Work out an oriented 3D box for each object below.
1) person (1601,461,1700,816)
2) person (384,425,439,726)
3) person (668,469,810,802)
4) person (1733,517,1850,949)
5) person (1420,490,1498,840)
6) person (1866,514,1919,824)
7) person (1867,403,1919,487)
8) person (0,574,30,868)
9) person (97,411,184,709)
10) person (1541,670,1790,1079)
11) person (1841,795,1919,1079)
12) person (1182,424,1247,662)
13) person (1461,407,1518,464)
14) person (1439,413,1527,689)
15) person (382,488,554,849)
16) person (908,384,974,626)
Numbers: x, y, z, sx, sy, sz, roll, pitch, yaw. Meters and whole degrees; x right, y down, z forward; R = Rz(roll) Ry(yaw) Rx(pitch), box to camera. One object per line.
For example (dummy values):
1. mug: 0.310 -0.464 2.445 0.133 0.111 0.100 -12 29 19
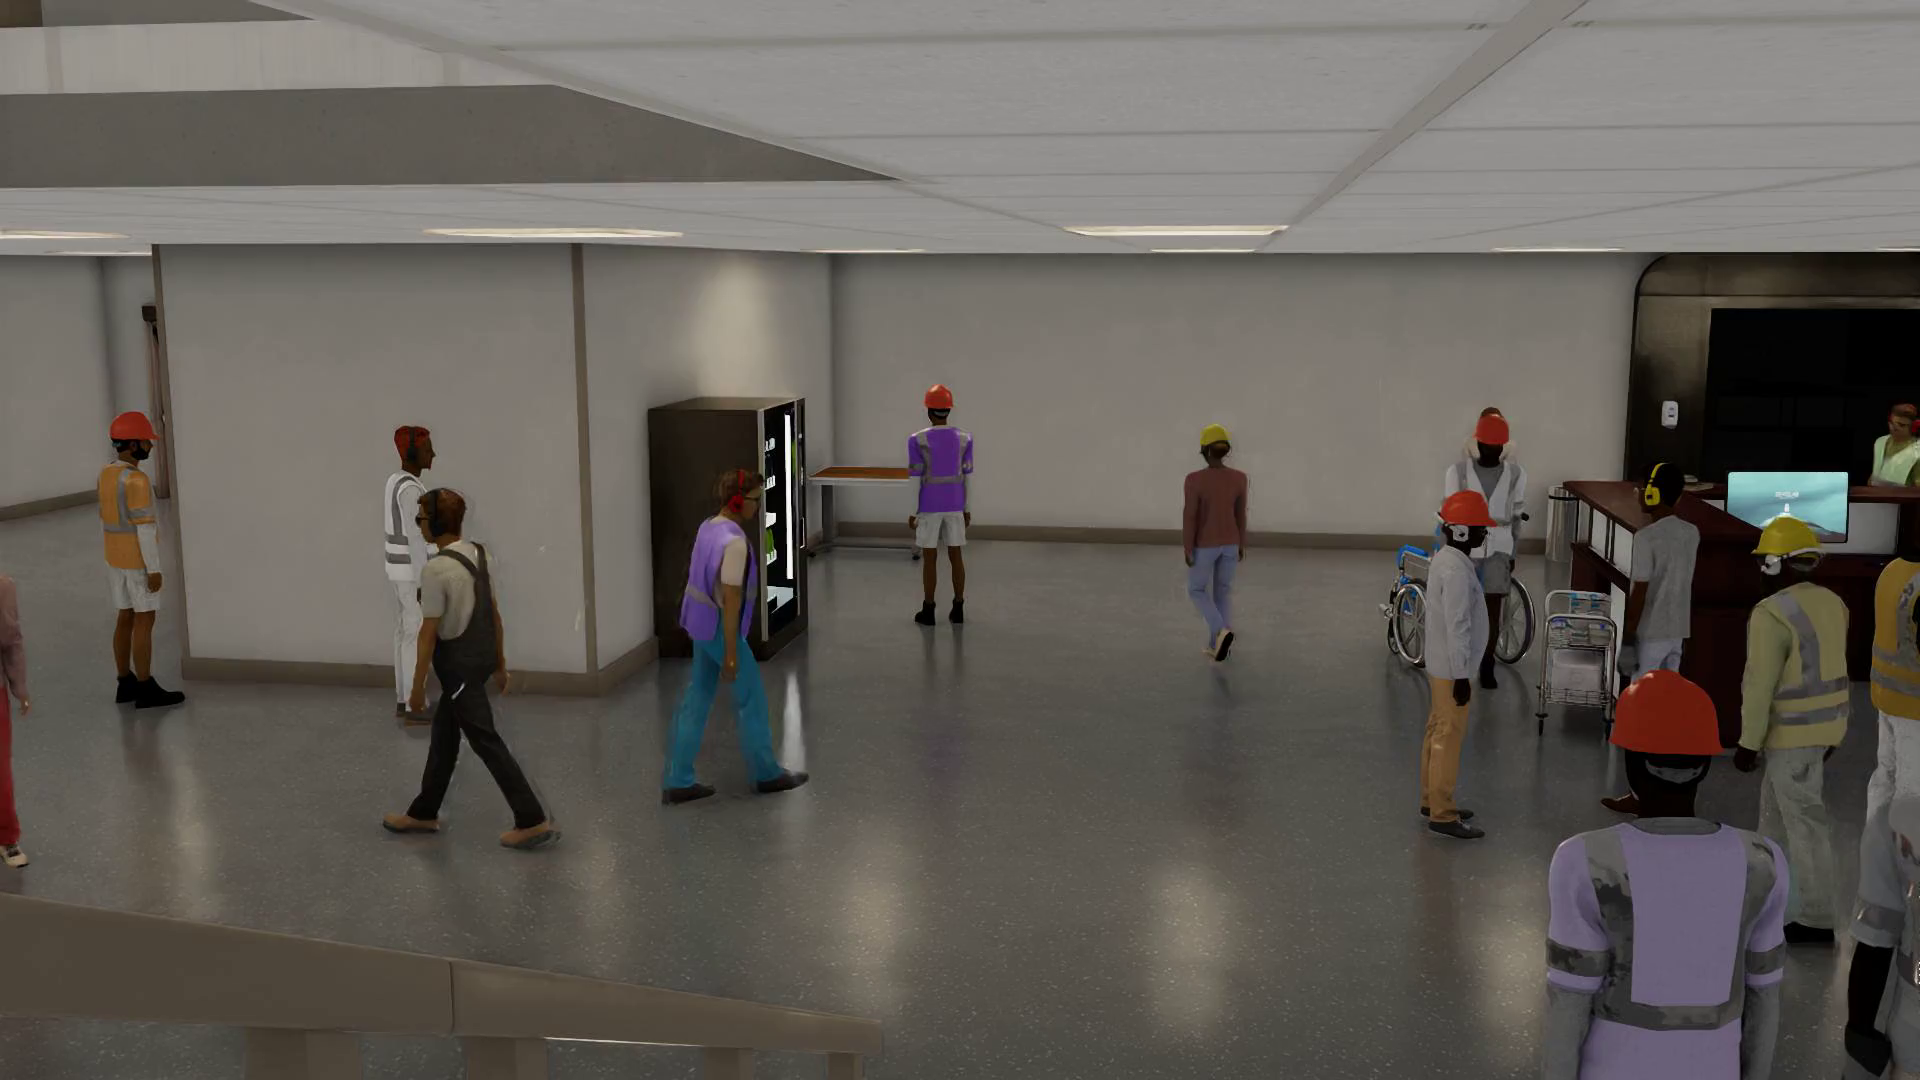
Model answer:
1. person: 3.631 0.520 8.701 0.512 1.862 0.324 -6 11 -34
2. person: -3.431 0.220 10.467 0.337 1.882 0.584 -5 10 -27
3. person: -1.198 0.509 8.922 0.869 1.794 0.722 -5 10 -27
4. person: 3.554 0.811 7.130 0.602 1.795 0.624 -8 12 -39
5. person: 2.518 0.617 8.419 0.325 1.752 0.559 1 9 9
6. person: 4.258 0.752 7.346 0.429 1.838 0.621 2 9 10
7. person: 7.510 -0.197 13.259 0.715 1.813 0.606 -1 9 -3
8. person: -4.656 0.722 7.784 0.525 1.754 0.371 -8 12 -40
9. person: -5.374 0.126 10.885 0.551 1.934 0.373 7 12 38
10. person: 1.609 1.259 3.904 0.552 1.932 0.377 0 9 -1
11. person: 2.430 1.244 3.943 0.617 1.953 0.383 6 11 33
12. person: 1.866 0.044 11.996 0.529 1.755 0.549 -3 10 -20
13. person: 4.780 -0.398 15.089 0.508 1.627 0.291 5 11 29
14. person: 3.629 0.032 11.647 0.559 1.900 0.881 2 9 9
15. person: -2.437 0.636 8.193 0.971 1.799 0.523 2 9 12
16. person: -0.163 -0.279 13.370 0.545 1.942 0.350 -3 10 -18
